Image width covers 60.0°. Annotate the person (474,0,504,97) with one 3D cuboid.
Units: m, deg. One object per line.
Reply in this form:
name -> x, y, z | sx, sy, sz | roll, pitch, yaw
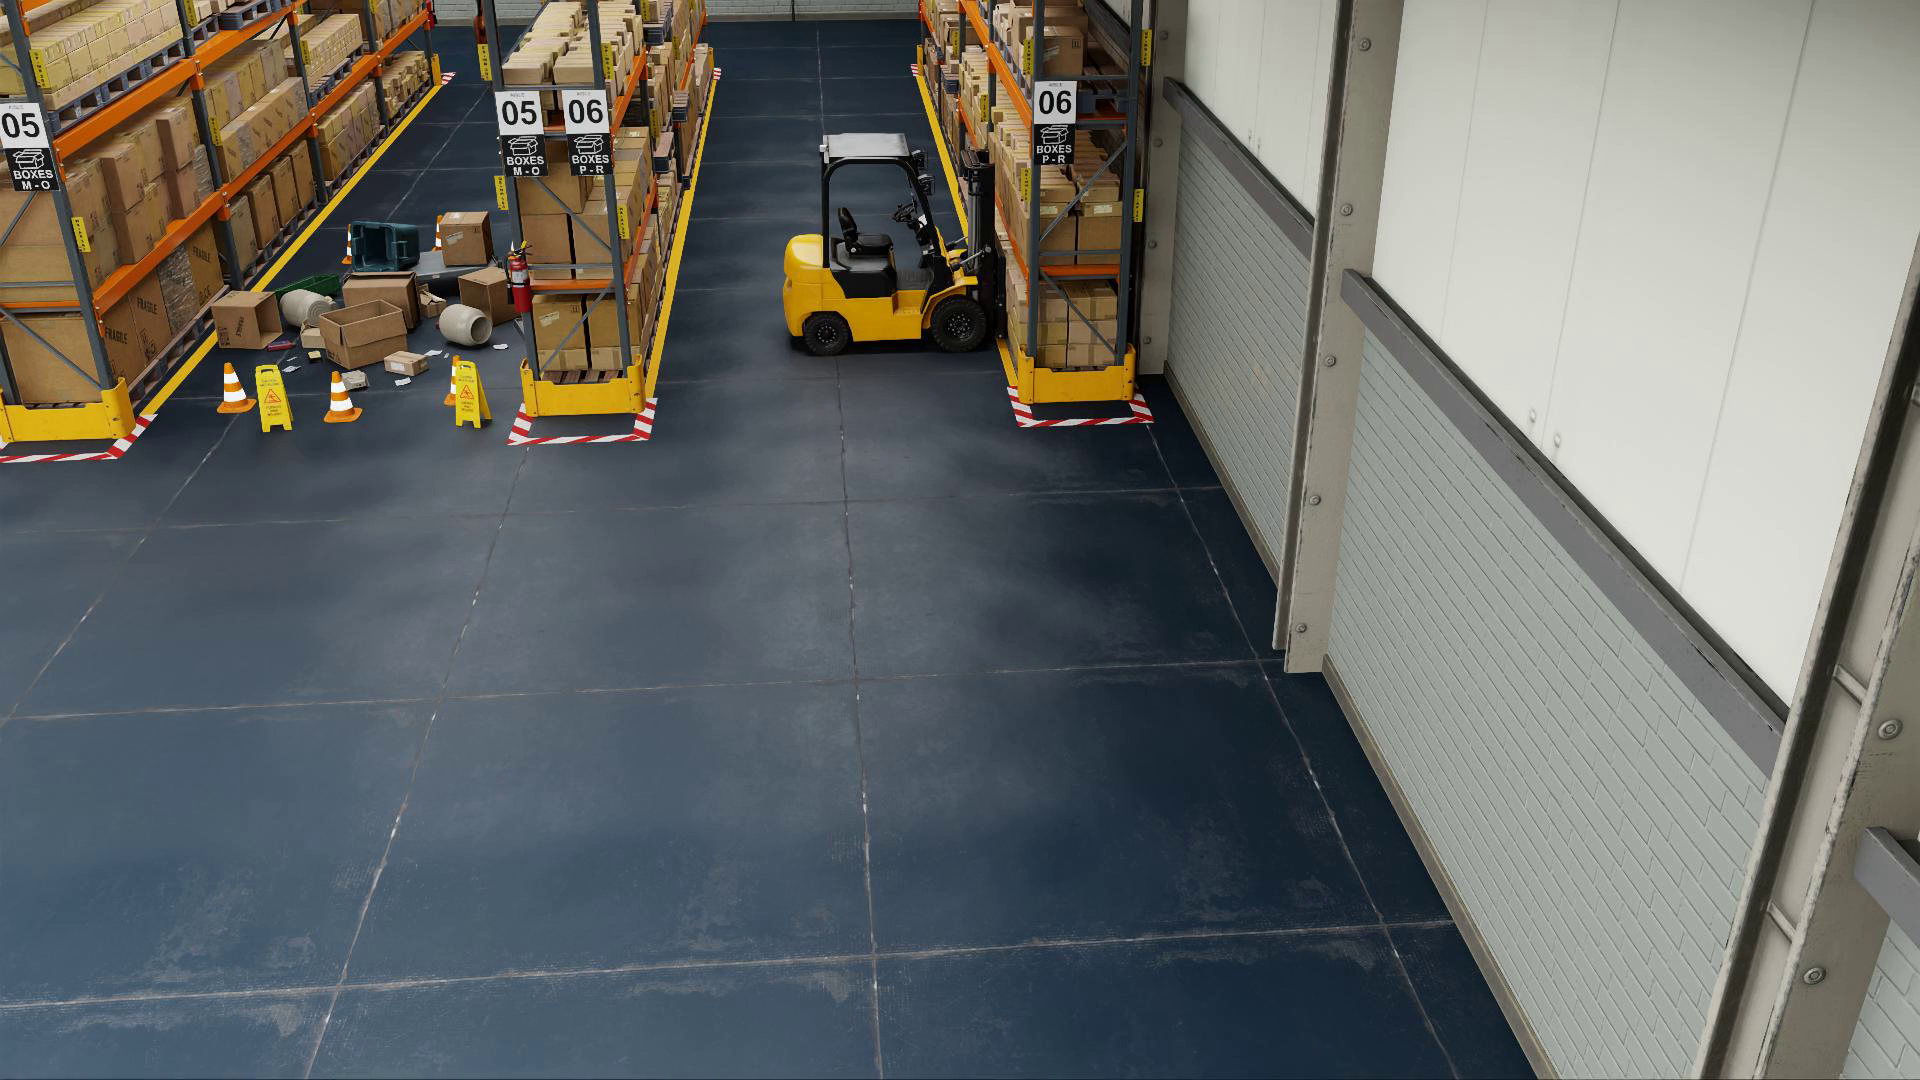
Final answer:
person -> -8.233, -8.609, 29.083 | 0.668, 1.670, 0.750 | -9, 29, -17
